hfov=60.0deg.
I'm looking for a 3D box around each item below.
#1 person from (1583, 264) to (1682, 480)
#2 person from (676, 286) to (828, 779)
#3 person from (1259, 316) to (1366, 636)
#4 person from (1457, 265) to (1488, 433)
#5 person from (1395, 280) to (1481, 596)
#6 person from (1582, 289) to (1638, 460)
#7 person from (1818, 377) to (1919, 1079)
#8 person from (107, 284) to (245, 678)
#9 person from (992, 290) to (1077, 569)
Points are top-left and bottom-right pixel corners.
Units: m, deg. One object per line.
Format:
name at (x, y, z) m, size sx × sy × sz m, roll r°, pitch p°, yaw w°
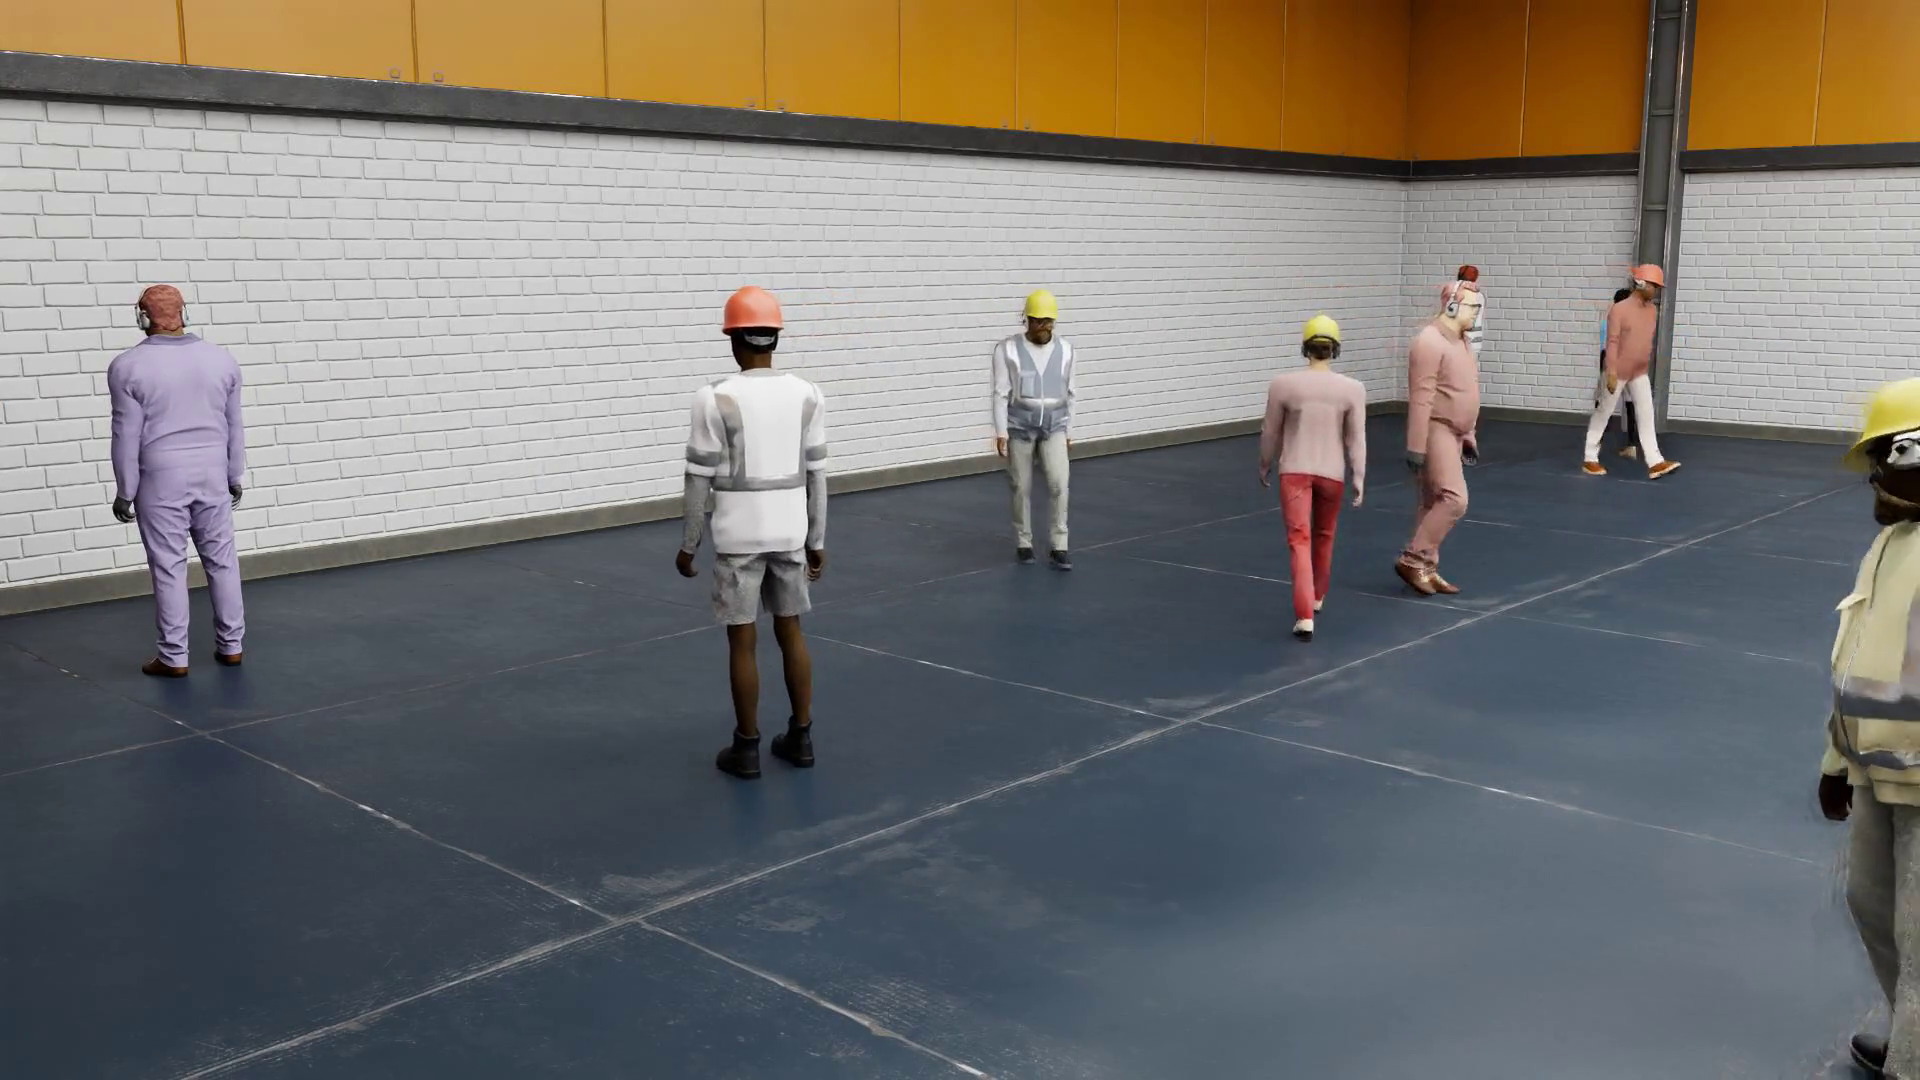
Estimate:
person at (6.067, -1.504, 14.955) m, size 0.669 × 1.919 × 1.041 m, roll -4°, pitch 11°, yaw -22°
person at (-0.799, -0.018, 6.510) m, size 0.559 × 1.932 × 0.394 m, roll -6°, pitch 12°, yaw -32°
person at (1.921, -0.362, 9.091) m, size 0.536 × 1.710 × 0.957 m, roll 0°, pitch 10°, yaw 2°
person at (5.619, -2.109, 18.536) m, size 0.575 × 1.885 × 0.355 m, roll -9°, pitch 13°, yaw -41°
person at (2.888, -0.595, 9.903) m, size 0.422 × 1.887 × 0.643 m, roll 6°, pitch 12°, yaw 31°
person at (6.517, -1.645, 16.495) m, size 0.553 × 1.662 × 0.747 m, roll -2°, pitch 10°, yaw -11°
person at (2.200, 0.535, 3.785) m, size 0.460 × 1.782 × 0.702 m, roll 0°, pitch 10°, yaw 2°
person at (-3.807, -0.284, 8.098) m, size 0.407 × 1.902 × 0.639 m, roll 8°, pitch 13°, yaw 39°
person at (0.500, -0.701, 10.742) m, size 0.594 × 1.804 × 0.707 m, roll -2°, pitch 10°, yaw -10°
